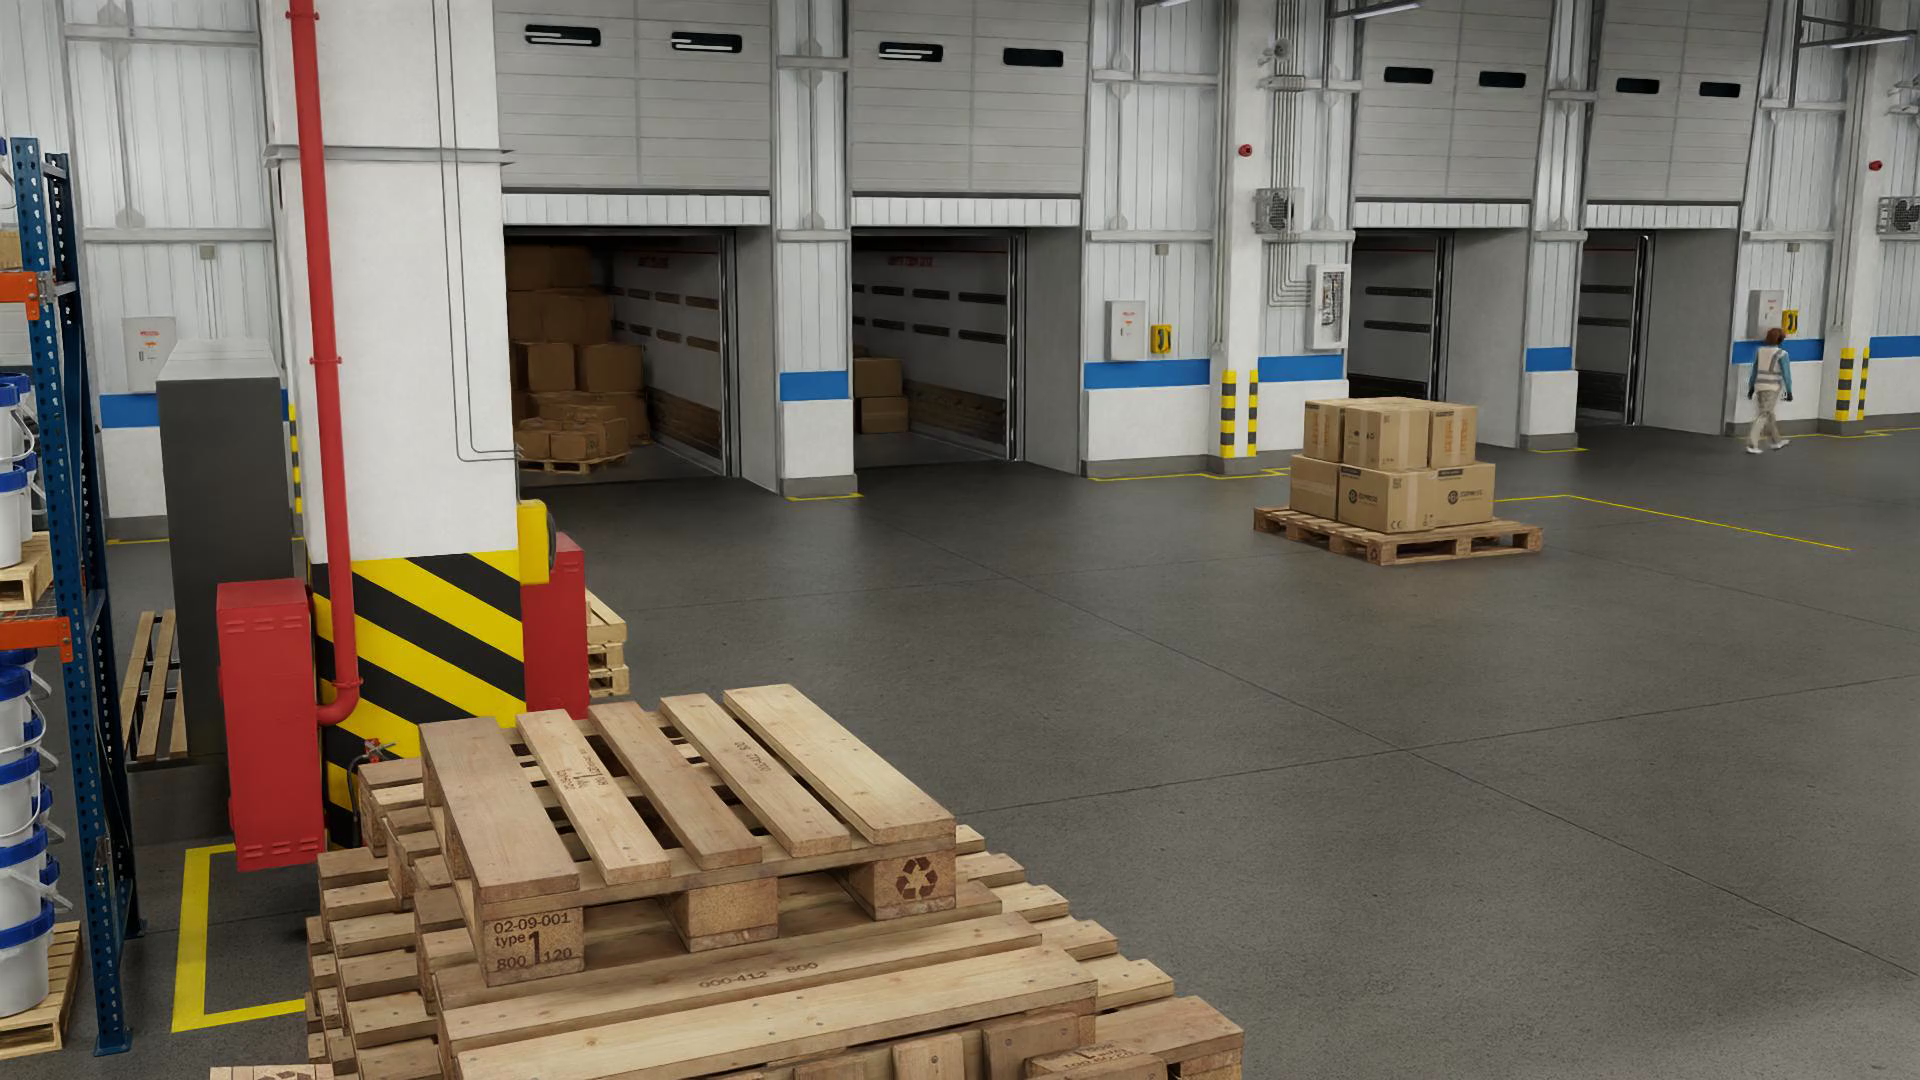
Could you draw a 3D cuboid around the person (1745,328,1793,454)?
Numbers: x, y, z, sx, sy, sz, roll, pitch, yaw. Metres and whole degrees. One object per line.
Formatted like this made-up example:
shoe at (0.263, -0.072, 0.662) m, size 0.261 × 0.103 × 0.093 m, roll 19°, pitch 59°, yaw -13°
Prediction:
person at (10.342, -1.891, 21.148) m, size 0.847 × 1.590 × 0.552 m, roll -3°, pitch 11°, yaw -17°
